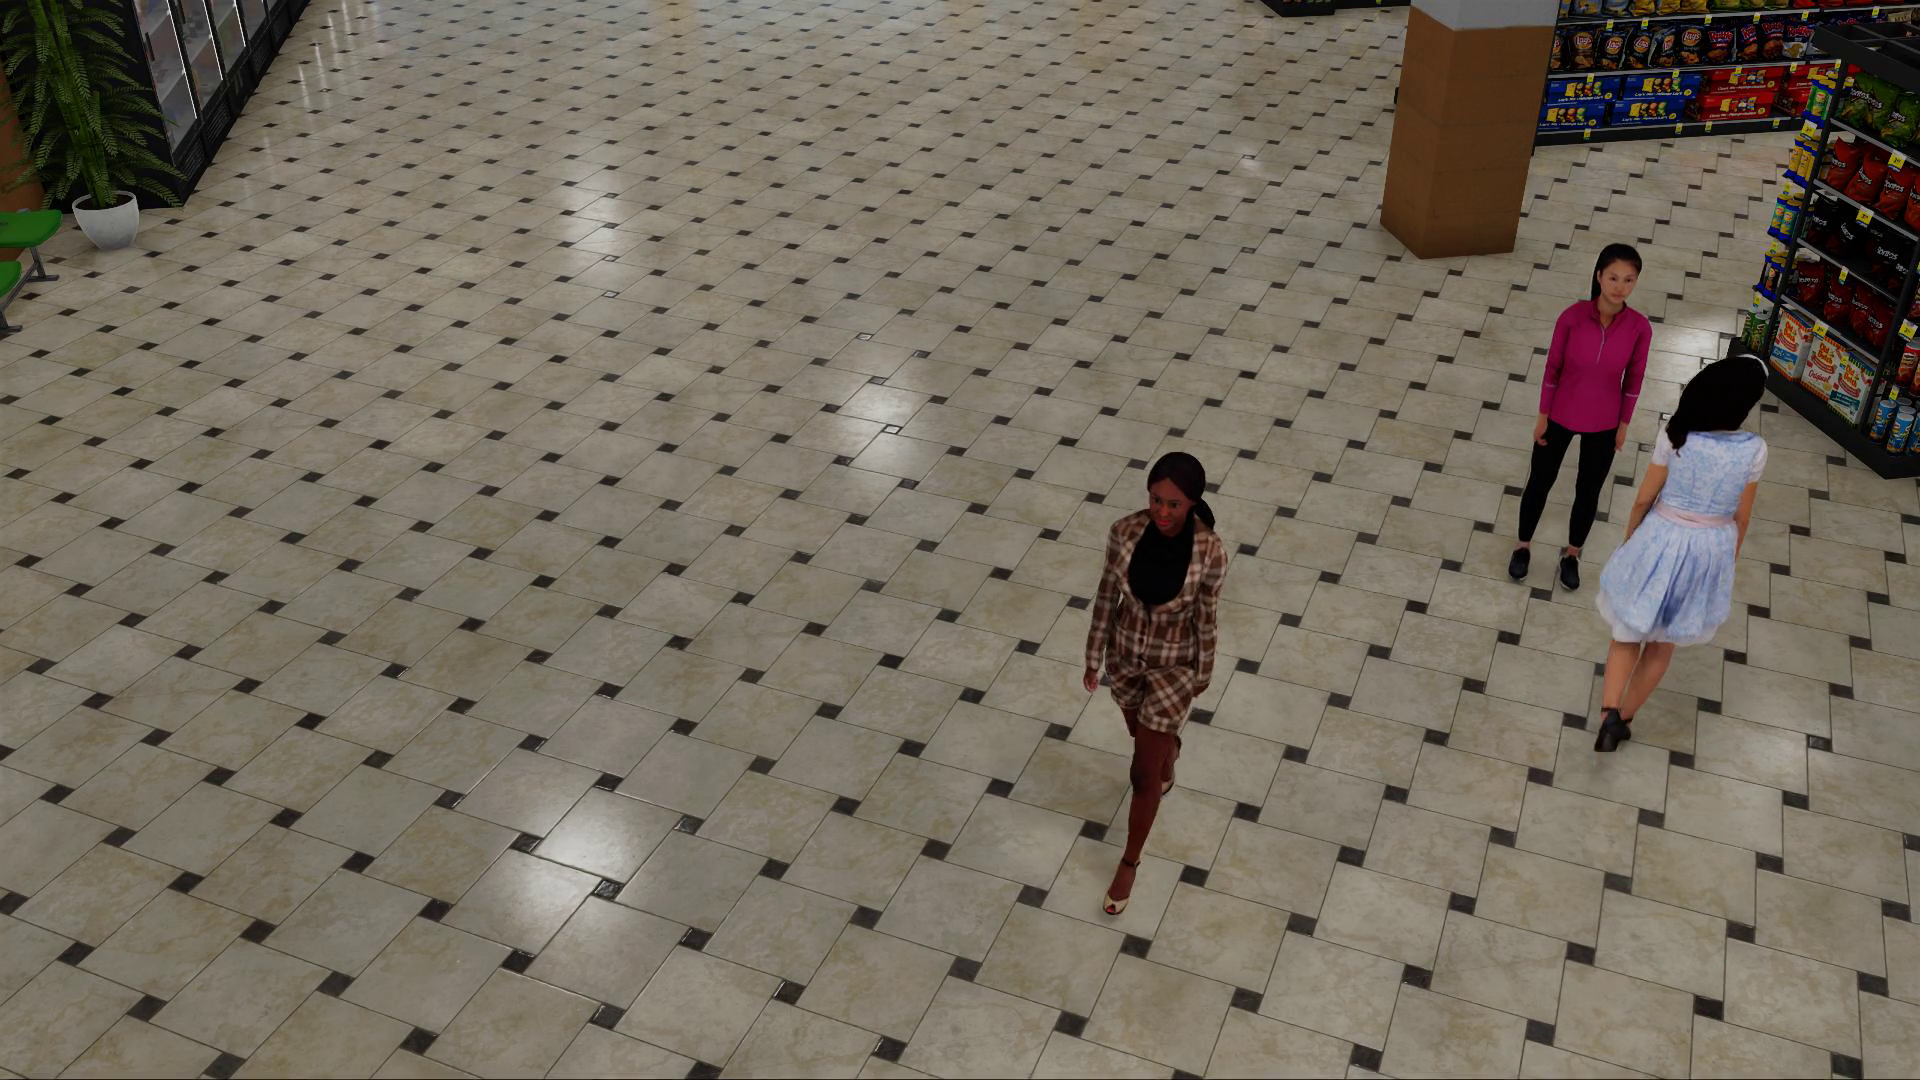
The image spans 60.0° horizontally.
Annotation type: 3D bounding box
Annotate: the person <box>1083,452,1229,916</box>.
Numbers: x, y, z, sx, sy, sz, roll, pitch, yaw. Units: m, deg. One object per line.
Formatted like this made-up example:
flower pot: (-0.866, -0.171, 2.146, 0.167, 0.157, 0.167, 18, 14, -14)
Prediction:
person: (0.709, 0.433, 5.987, 1.087, 1.751, 1.080, 16, 35, 24)

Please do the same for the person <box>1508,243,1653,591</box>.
person: (2.851, -0.562, 7.636, 0.628, 1.700, 0.726, 9, 33, 14)

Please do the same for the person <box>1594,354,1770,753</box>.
person: (2.743, 0.167, 6.375, 0.950, 1.794, 0.975, 13, 34, 20)
